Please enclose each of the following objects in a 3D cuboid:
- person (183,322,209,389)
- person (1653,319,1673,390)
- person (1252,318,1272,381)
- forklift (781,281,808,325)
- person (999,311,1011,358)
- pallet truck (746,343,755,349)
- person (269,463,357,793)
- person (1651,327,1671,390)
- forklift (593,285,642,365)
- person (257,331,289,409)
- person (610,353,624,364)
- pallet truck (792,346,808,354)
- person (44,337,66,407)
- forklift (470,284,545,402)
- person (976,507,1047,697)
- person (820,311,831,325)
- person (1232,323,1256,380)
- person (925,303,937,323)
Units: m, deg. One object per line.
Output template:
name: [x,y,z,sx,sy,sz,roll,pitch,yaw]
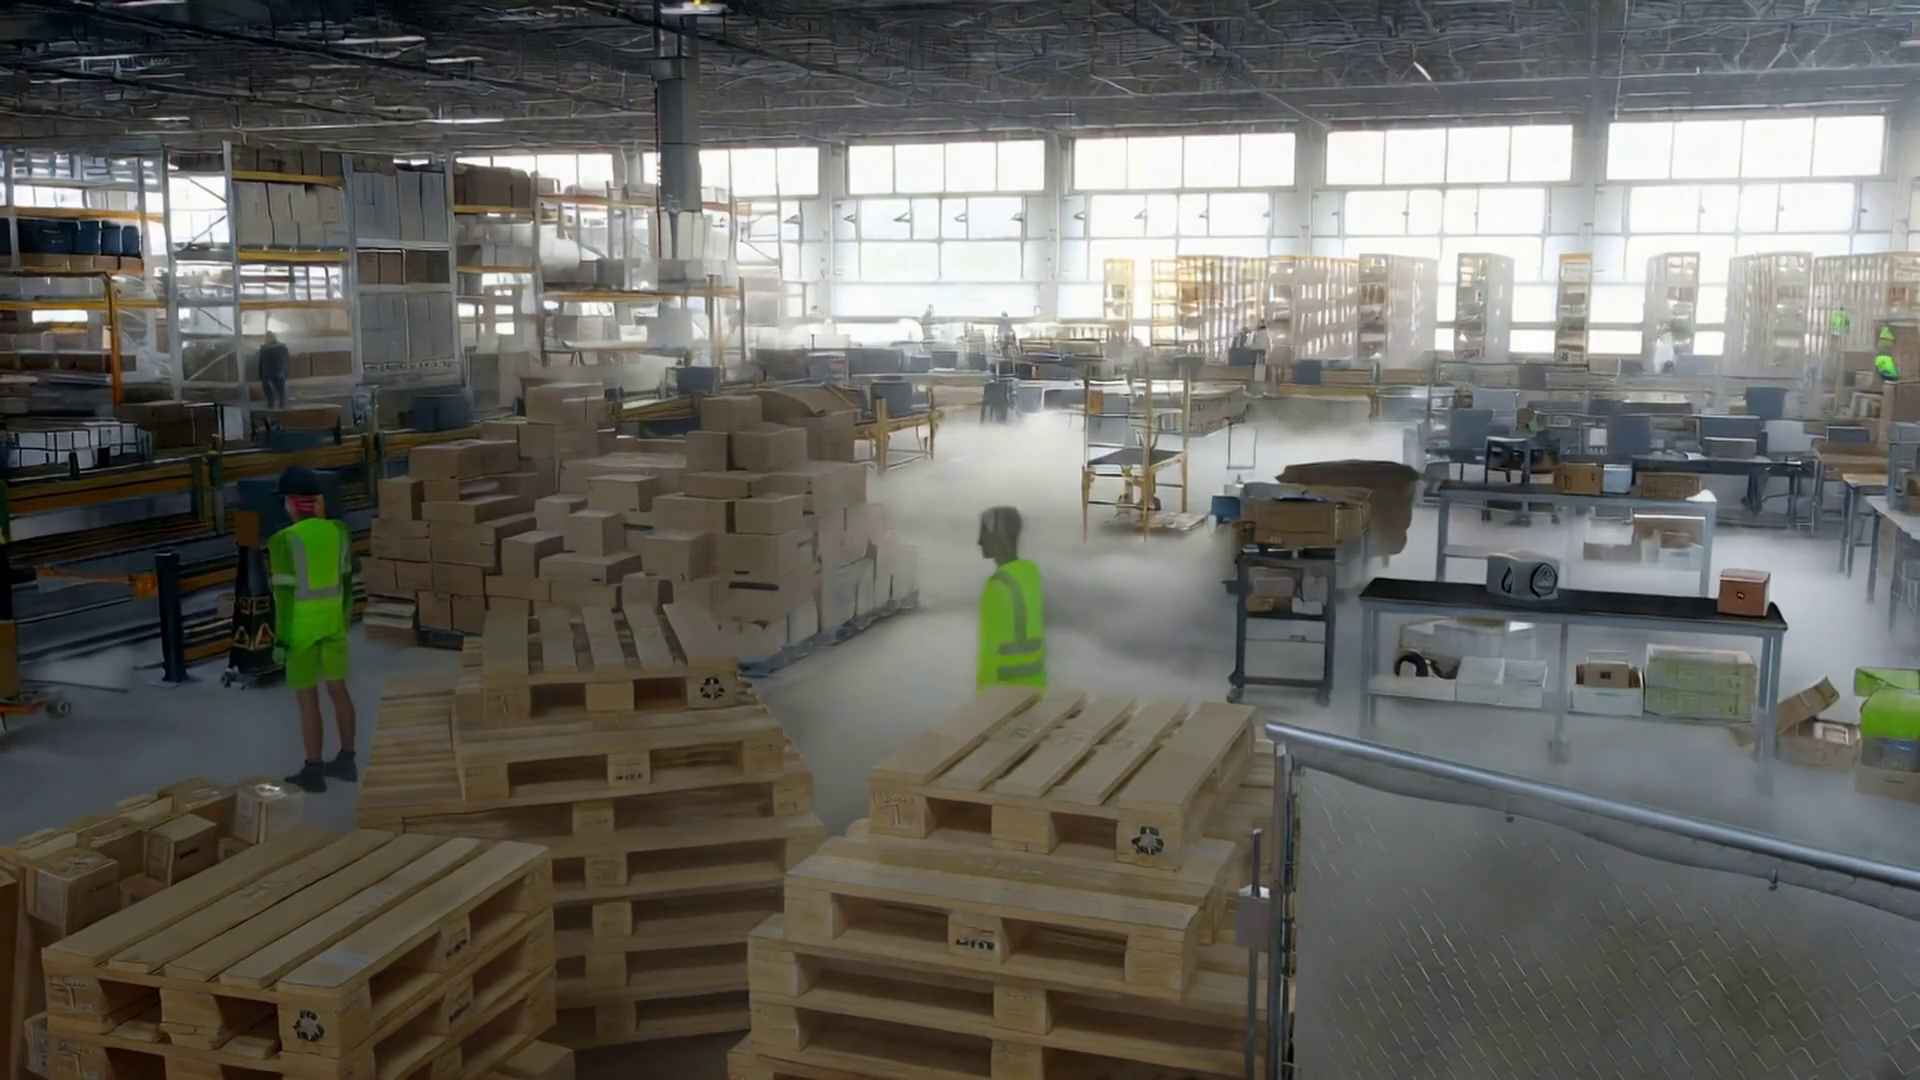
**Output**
person: [-20.405,-4.879,44.124,0.578,1.792,0.946,4,10,24]
person: [17.115,-4.387,40.520,0.491,1.962,0.610,3,10,18]
person: [8.094,-4.982,44.485,0.670,1.881,0.431,-8,12,-40]
forklift: [-6.014,-8.047,60.617,1.129,2.768,1.873,3,10,20]
person: [1.651,-7.531,60.973,0.485,1.735,0.343,-4,10,-25]
pallet truck: [-6.183,-4.618,44.264,1.601,1.201,0.680,-9,12,-43]
person: [-3.825,0.516,9.792,0.362,1.939,0.543,5,10,29]
person: [17.497,-4.465,41.472,0.418,1.807,0.600,6,11,33]
forklift: [-10.057,-5.994,47.726,1.129,2.768,1.873,3,10,20]
person: [-14.059,-3.324,34.011,0.645,1.908,0.408,1,9,3]
person: [-8.580,-4.381,41.353,0.694,1.675,0.538,2,9,14]
pallet truck: [-3.705,-4.298,42.022,0.653,1.274,1.630,3,10,20]
person: [-20.895,-3.836,38.160,0.537,1.602,0.750,5,10,29]
forklift: [-10.832,-4.702,39.610,1.129,2.768,1.873,3,10,20]
person: [0.238,0.753,8.512,0.452,1.868,0.602,4,10,24]
person: [-4.305,-6.400,53.322,0.413,1.922,0.639,1,9,5]
person: [7.612,-4.831,43.852,1.008,1.779,0.583,3,10,21]
person: [-1.132,-8.401,65.792,0.545,1.938,0.357,-6,11,-32]
